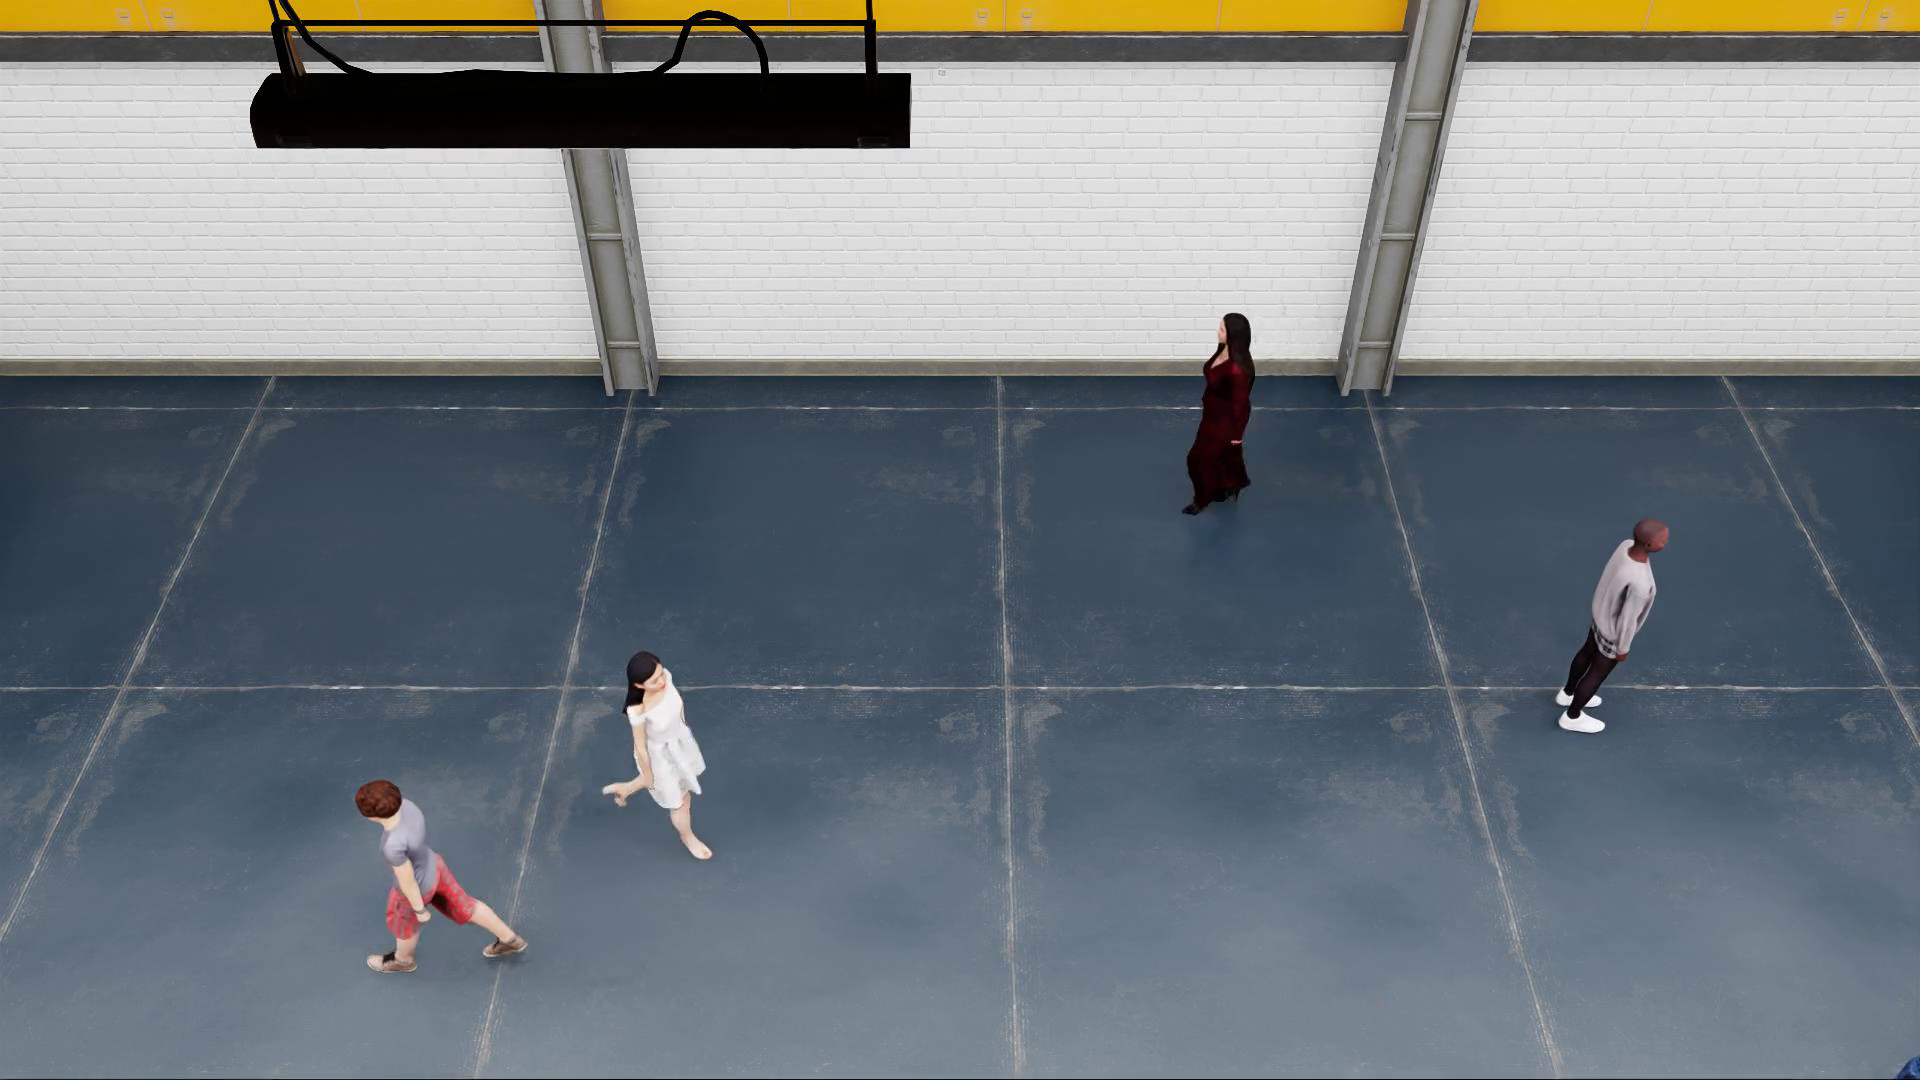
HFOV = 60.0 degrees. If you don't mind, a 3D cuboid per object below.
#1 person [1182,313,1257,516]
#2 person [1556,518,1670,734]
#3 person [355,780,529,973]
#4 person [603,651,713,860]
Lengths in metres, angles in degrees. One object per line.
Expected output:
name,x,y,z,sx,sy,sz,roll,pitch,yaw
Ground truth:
person,2.004,-0.896,12.016,0.771,1.738,0.691,-3,44,-3
person,4.108,0.518,10.509,0.537,1.770,0.611,2,44,2
person,-2.891,1.886,9.185,1.135,1.615,0.611,1,44,1
person,-1.800,1.247,9.755,1.063,1.755,0.837,15,46,15
